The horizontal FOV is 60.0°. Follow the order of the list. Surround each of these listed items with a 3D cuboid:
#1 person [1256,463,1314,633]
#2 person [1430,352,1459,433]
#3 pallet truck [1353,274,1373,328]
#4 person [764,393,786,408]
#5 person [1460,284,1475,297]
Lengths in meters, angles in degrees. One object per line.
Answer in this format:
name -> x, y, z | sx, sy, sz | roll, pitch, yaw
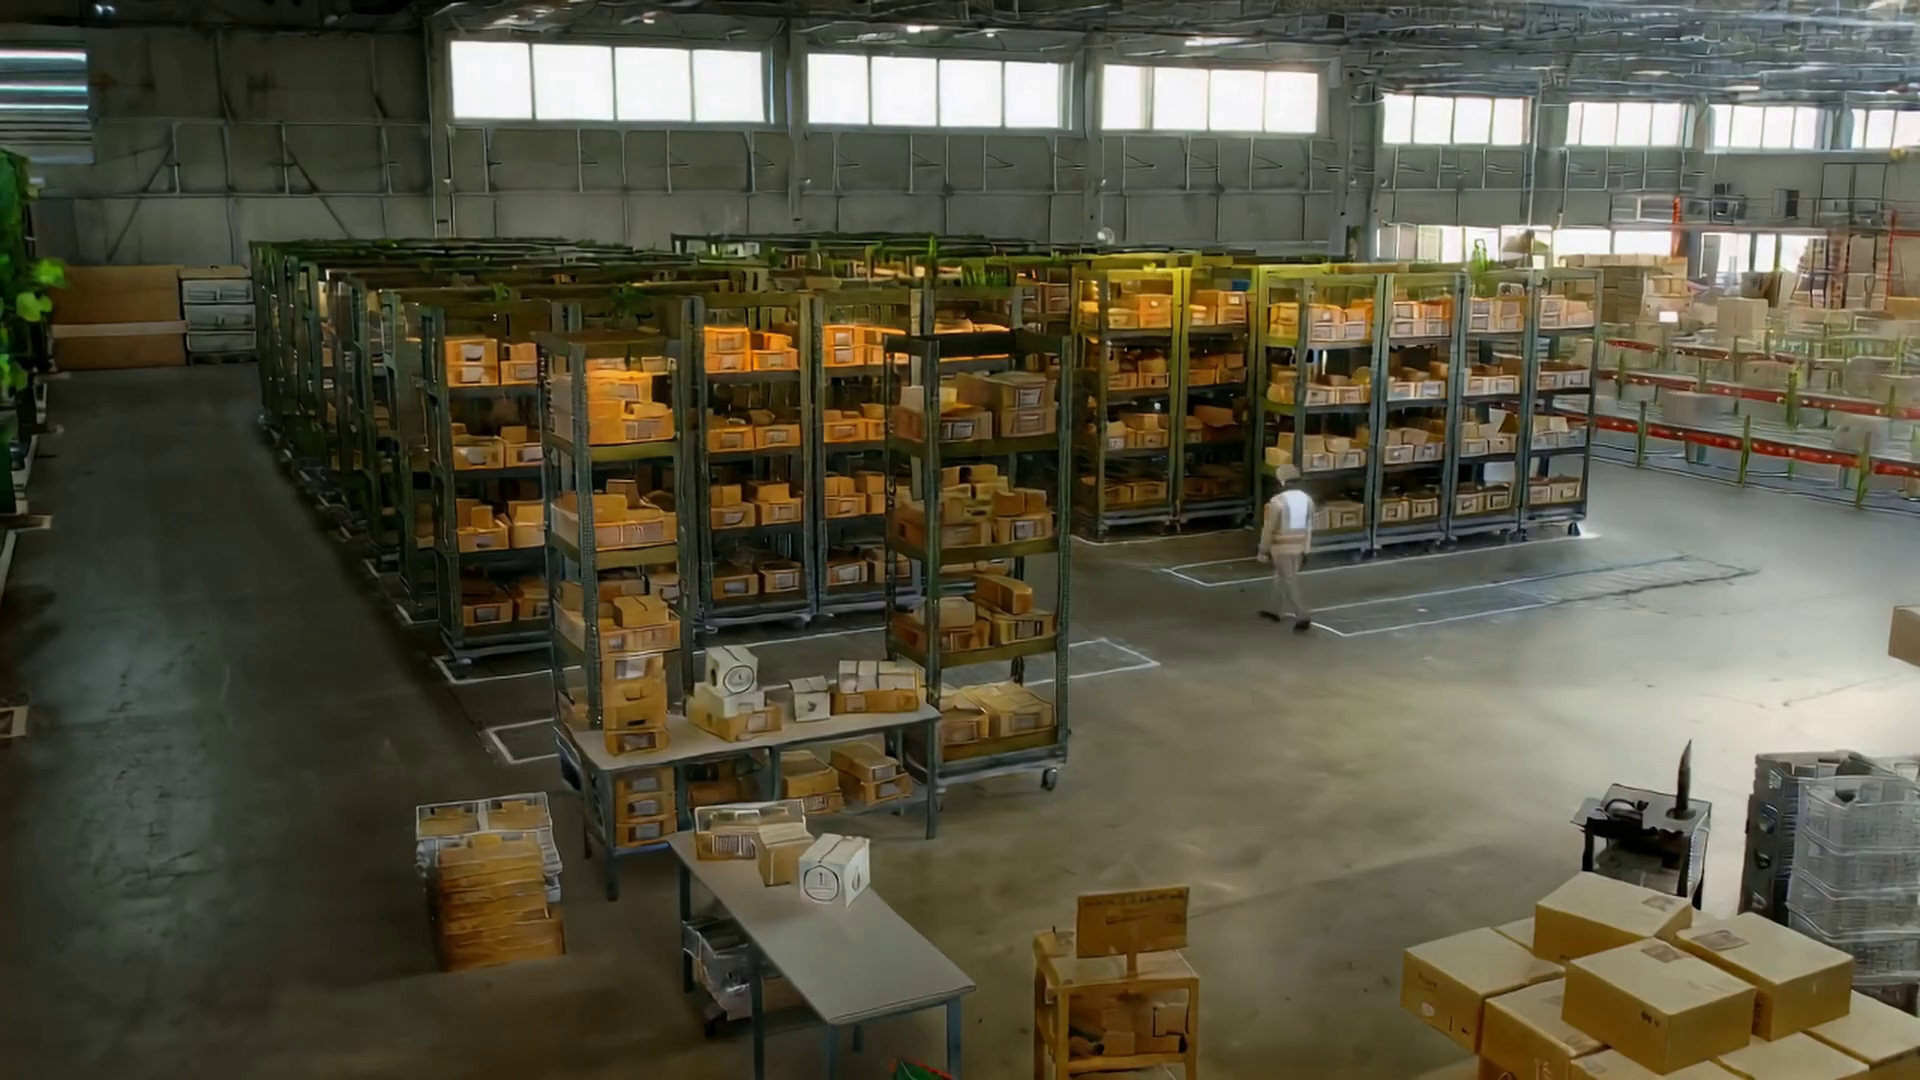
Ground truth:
person -> 3.502, 0.075, 17.745 | 0.599, 1.795, 0.911 | -8, 15, -35
person -> 8.200, -2.225, 28.170 | 0.630, 1.924, 0.572 | 0, 12, 2
pallet truck -> 13.011, -8.050, 55.243 | 0.823, 1.965, 1.885 | -7, 14, -28
person -> -3.340, -2.328, 28.906 | 0.584, 1.807, 0.873 | -4, 13, -18
person -> 15.576, -7.256, 51.420 | 0.615, 2.040, 0.391 | -4, 13, -18
